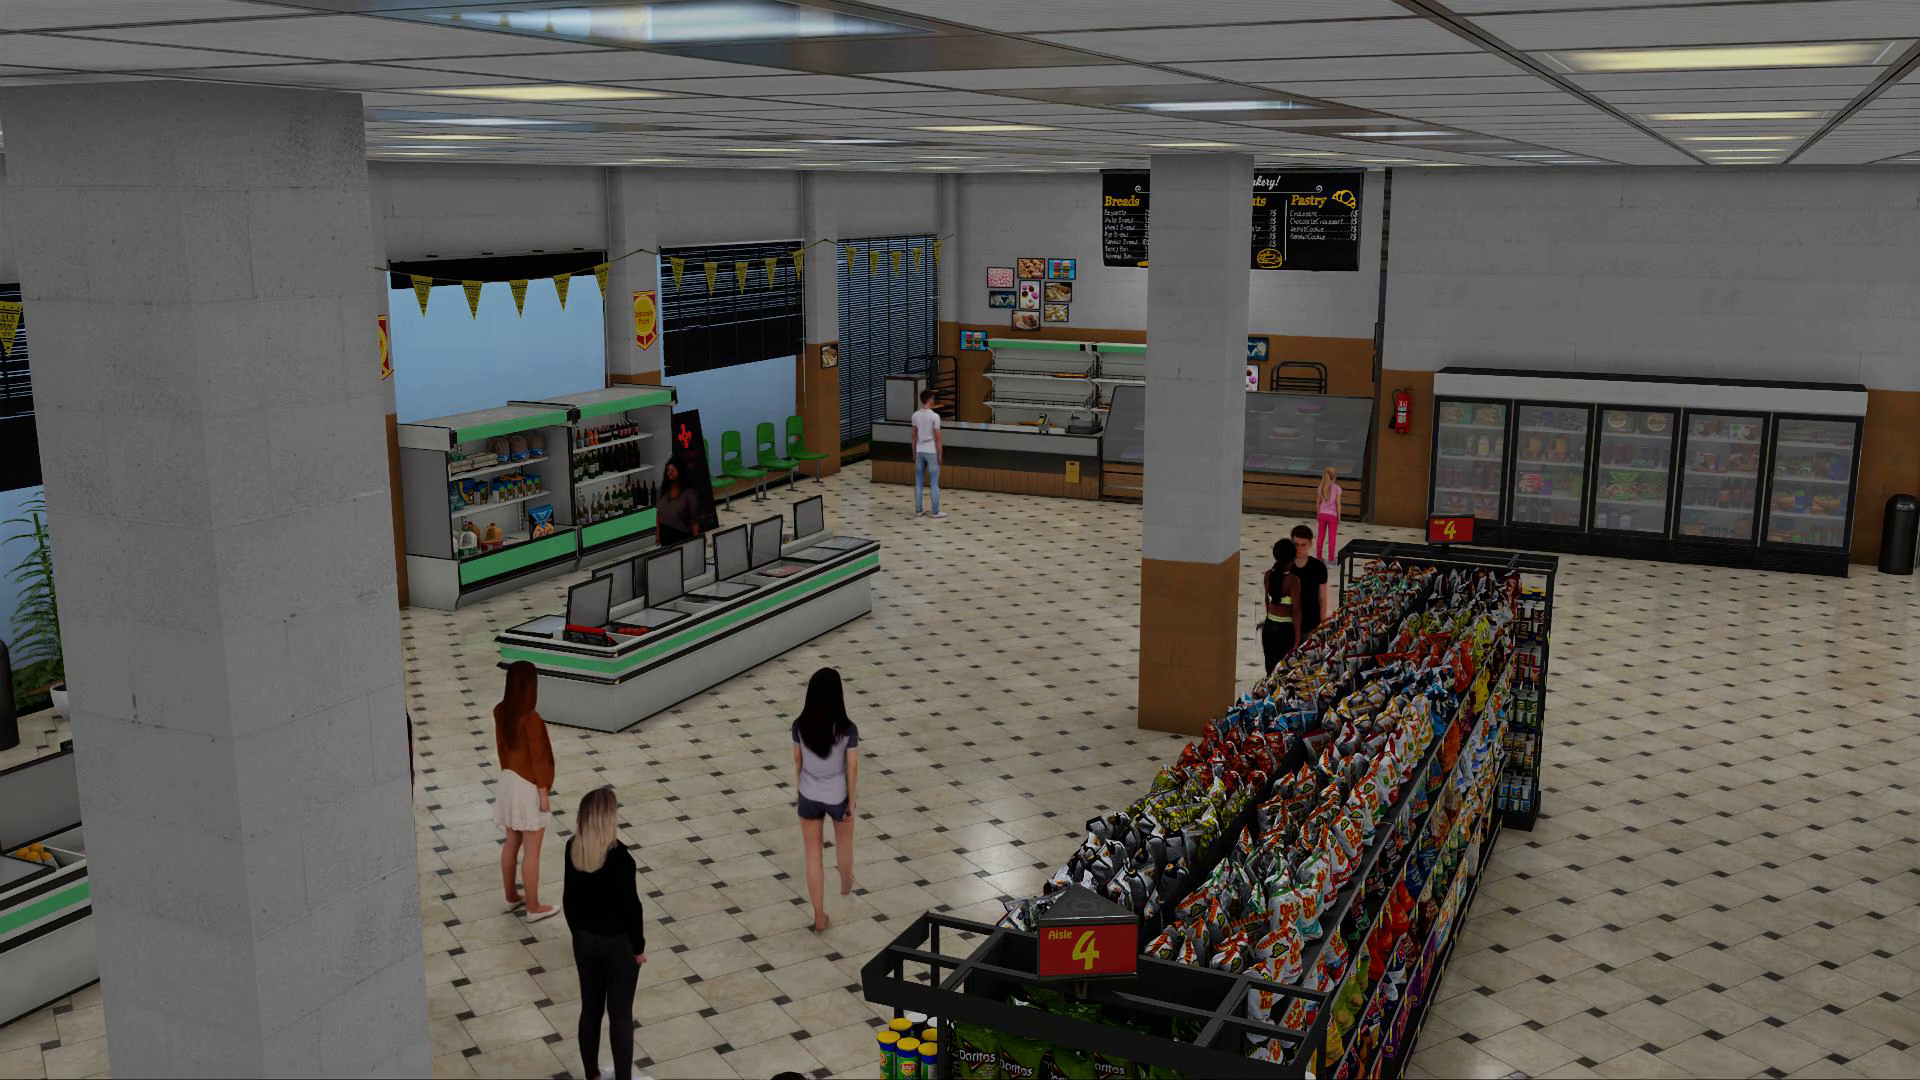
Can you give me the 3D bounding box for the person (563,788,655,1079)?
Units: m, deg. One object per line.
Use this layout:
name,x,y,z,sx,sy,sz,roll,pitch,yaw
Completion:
person,-1.856,2.105,8.657,0.615,1.685,0.529,6,13,27

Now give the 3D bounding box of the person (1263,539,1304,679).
person,2.729,0.869,14.385,0.670,1.744,0.715,11,16,43

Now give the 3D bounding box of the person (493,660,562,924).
person,-2.863,1.627,10.856,0.656,1.716,0.636,9,15,38

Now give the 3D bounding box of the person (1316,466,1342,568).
person,4.677,-0.309,21.134,0.510,1.268,0.516,8,14,34

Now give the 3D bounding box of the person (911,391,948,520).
person,-0.483,-1.250,24.186,0.668,1.852,0.582,7,14,31

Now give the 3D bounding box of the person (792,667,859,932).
person,-0.888,1.684,10.676,0.830,1.677,1.062,0,12,2

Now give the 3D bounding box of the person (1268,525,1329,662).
person,2.966,0.770,14.572,0.756,1.861,0.698,1,12,5

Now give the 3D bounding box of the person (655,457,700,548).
person,-3.088,-0.016,18.426,0.664,1.811,1.137,6,13,27
